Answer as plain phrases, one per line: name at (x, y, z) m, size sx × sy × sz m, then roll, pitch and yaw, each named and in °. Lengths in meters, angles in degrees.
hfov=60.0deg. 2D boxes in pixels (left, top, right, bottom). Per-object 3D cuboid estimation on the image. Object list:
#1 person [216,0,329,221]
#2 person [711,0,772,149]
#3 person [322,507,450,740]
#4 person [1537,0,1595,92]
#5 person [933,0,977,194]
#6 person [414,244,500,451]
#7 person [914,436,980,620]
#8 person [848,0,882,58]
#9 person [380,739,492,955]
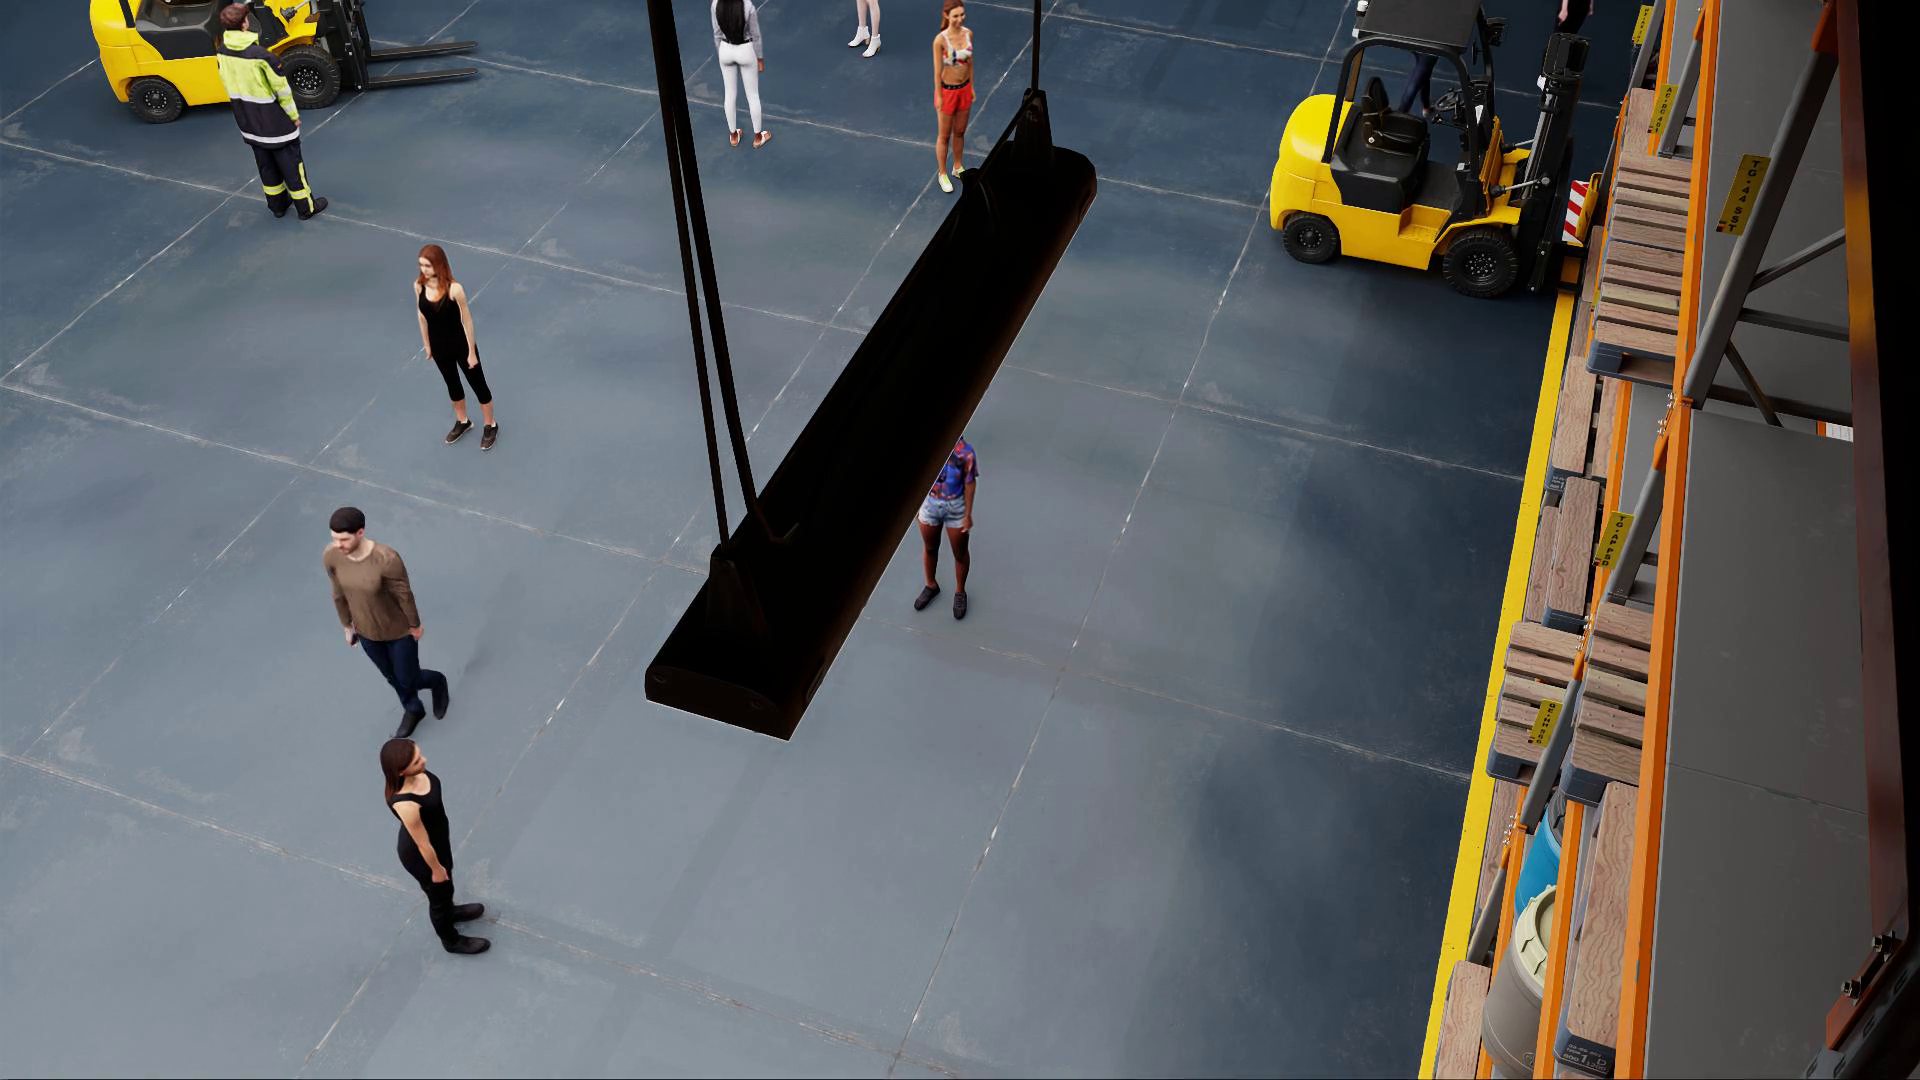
person at (-6.044, -3.715, 14.450) m, size 0.786 × 1.982 × 0.664 m, roll 10°, pitch 44°, yaw 10°
person at (-2.052, -4.470, 15.430) m, size 0.628 × 1.725 × 0.572 m, roll 7°, pitch 44°, yaw 7°
person at (-3.479, 0.447, 10.156) m, size 0.678 × 1.880 × 0.705 m, roll 10°, pitch 45°, yaw 10°
person at (5.988, -5.232, 16.219) m, size 0.653 × 1.740 × 0.726 m, roll -20°, pitch 47°, yaw -20°
person at (-0.060, -4.001, 14.890) m, size 0.660 × 1.791 × 0.736 m, roll -26°, pitch 49°, yaw -25°
person at (-3.724, -1.438, 12.247) m, size 0.573 × 1.726 × 0.519 m, roll 11°, pitch 45°, yaw 11°
person at (-0.099, -0.208, 10.943) m, size 0.592 × 1.743 × 0.517 m, roll 12°, pitch 45°, yaw 12°
person at (-0.971, -5.788, 16.739) m, size 0.693 × 1.828 × 0.667 m, roll -25°, pitch 49°, yaw -24°
person at (-2.883, 1.650, 9.034) m, size 0.736 × 1.687 × 0.650 m, roll -11°, pitch 45°, yaw -11°
